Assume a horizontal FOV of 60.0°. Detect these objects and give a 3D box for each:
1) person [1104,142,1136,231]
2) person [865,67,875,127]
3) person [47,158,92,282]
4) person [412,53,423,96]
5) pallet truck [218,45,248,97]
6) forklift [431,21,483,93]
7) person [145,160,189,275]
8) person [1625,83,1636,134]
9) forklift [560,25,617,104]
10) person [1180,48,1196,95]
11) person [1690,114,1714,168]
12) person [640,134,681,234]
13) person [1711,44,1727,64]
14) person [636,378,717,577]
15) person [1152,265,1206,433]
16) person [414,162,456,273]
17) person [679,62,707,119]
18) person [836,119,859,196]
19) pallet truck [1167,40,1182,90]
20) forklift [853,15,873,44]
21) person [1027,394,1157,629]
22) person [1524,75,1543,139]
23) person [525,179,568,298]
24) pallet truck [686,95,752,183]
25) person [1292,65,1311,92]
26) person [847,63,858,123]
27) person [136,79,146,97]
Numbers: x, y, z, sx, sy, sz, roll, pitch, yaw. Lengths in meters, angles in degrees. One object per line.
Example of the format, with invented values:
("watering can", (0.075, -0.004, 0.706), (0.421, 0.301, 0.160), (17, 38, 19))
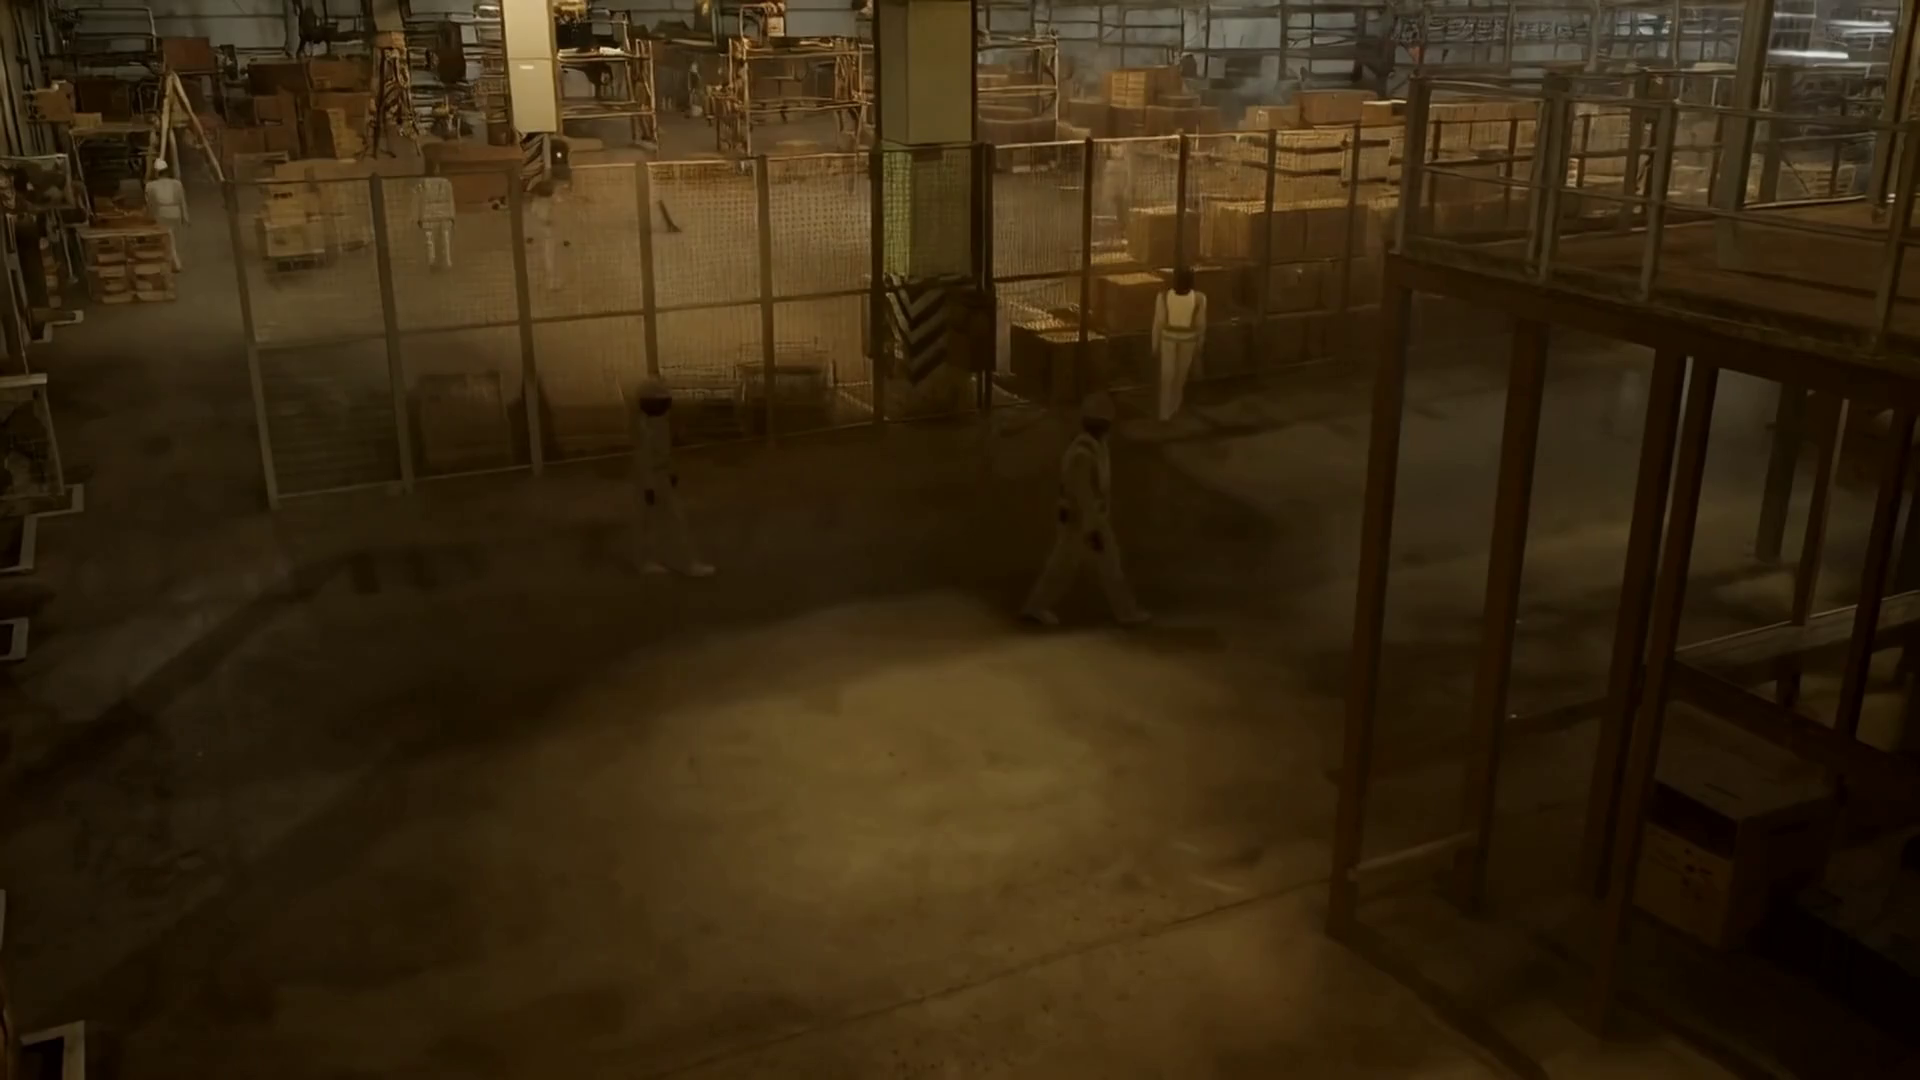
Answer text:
("person", (2.902, -6.347, 30.547), (0.645, 1.907, 0.861), (-15, 24, -36))
("person", (-2.821, -14.255, 53.509), (0.581, 1.877, 0.357), (18, 26, 41))
("person", (-14.504, -5.221, 27.142), (0.622, 1.992, 0.395), (-18, 26, -41))
("person", (-19.998, -17.030, 61.560), (0.625, 1.876, 0.984), (17, 25, 40))
("pallet truck", (-28.879, -18.665, 66.111), (0.823, 1.965, 1.885), (-3, 19, -9))
("forklift", (-20.683, -19.824, 68.136), (1.129, 2.768, 1.873), (14, 23, 35))
("person", (-13.273, -5.408, 27.861), (0.602, 1.885, 0.972), (-14, 24, -36))
("person", (19.689, -12.530, 48.619), (0.601, 1.807, 0.450), (3, 19, 10))
("forklift", (-14.055, -17.891, 62.534), (1.873, 2.768, 1.129), (-9, 21, -25))
("person", (8.795, -17.964, 64.175), (0.653, 1.938, 1.041), (1, 19, 2))
("person", (17.298, -9.129, 38.743), (0.534, 1.827, 0.997), (1, 19, 2))
("person", (-5.795, -6.795, 31.832), (0.913, 1.900, 0.569), (7, 20, 20))
("person", (31.249, -19.470, 68.597), (0.621, 1.893, 0.546), (0, 19, -1))
("person", (-2.402, -0.516, 13.914), (0.798, 1.709, 0.508), (0, 19, -1))
("person", (2.408, -2.103, 18.336), (0.574, 1.828, 0.987), (1, 19, 3))
("person", (-8.790, -5.412, 27.930), (0.636, 1.841, 0.429), (-6, 20, -16))
("person", (-9.048, -15.187, 56.231), (1.060, 1.873, 0.657), (-4, 20, -12))
("person", (-2.530, -8.607, 37.422), (0.534, 1.694, 0.321), (4, 19, 10))
("pallet truck", (9.045, -19.971, 69.895), (0.823, 1.965, 1.885), (-3, 19, -8))
("forklift", (-4.405, -22.819, 76.819), (1.129, 2.768, 1.873), (-6, 20, -17))
("person", (0.988, -0.194, 12.728), (1.020, 1.891, 0.641), (6, 20, 18))
("person", (17.341, -12.818, 49.358), (0.869, 1.884, 0.607), (13, 23, 34))
("person", (-6.487, -4.694, 25.900), (0.616, 1.803, 0.856), (13, 23, 32))
("pallet truck", (-5.836, -9.608, 39.856), (0.823, 1.965, 1.885), (10, 22, 27))
("person", (10.620, -13.823, 52.007), (0.536, 2.000, 0.704), (-8, 21, -23))
("person", (-3.517, -14.710, 54.750), (0.385, 1.925, 0.592), (2, 19, 6))
("person", (-25.213, -13.419, 51.462), (0.524, 1.631, 0.323), (8, 21, 23))
